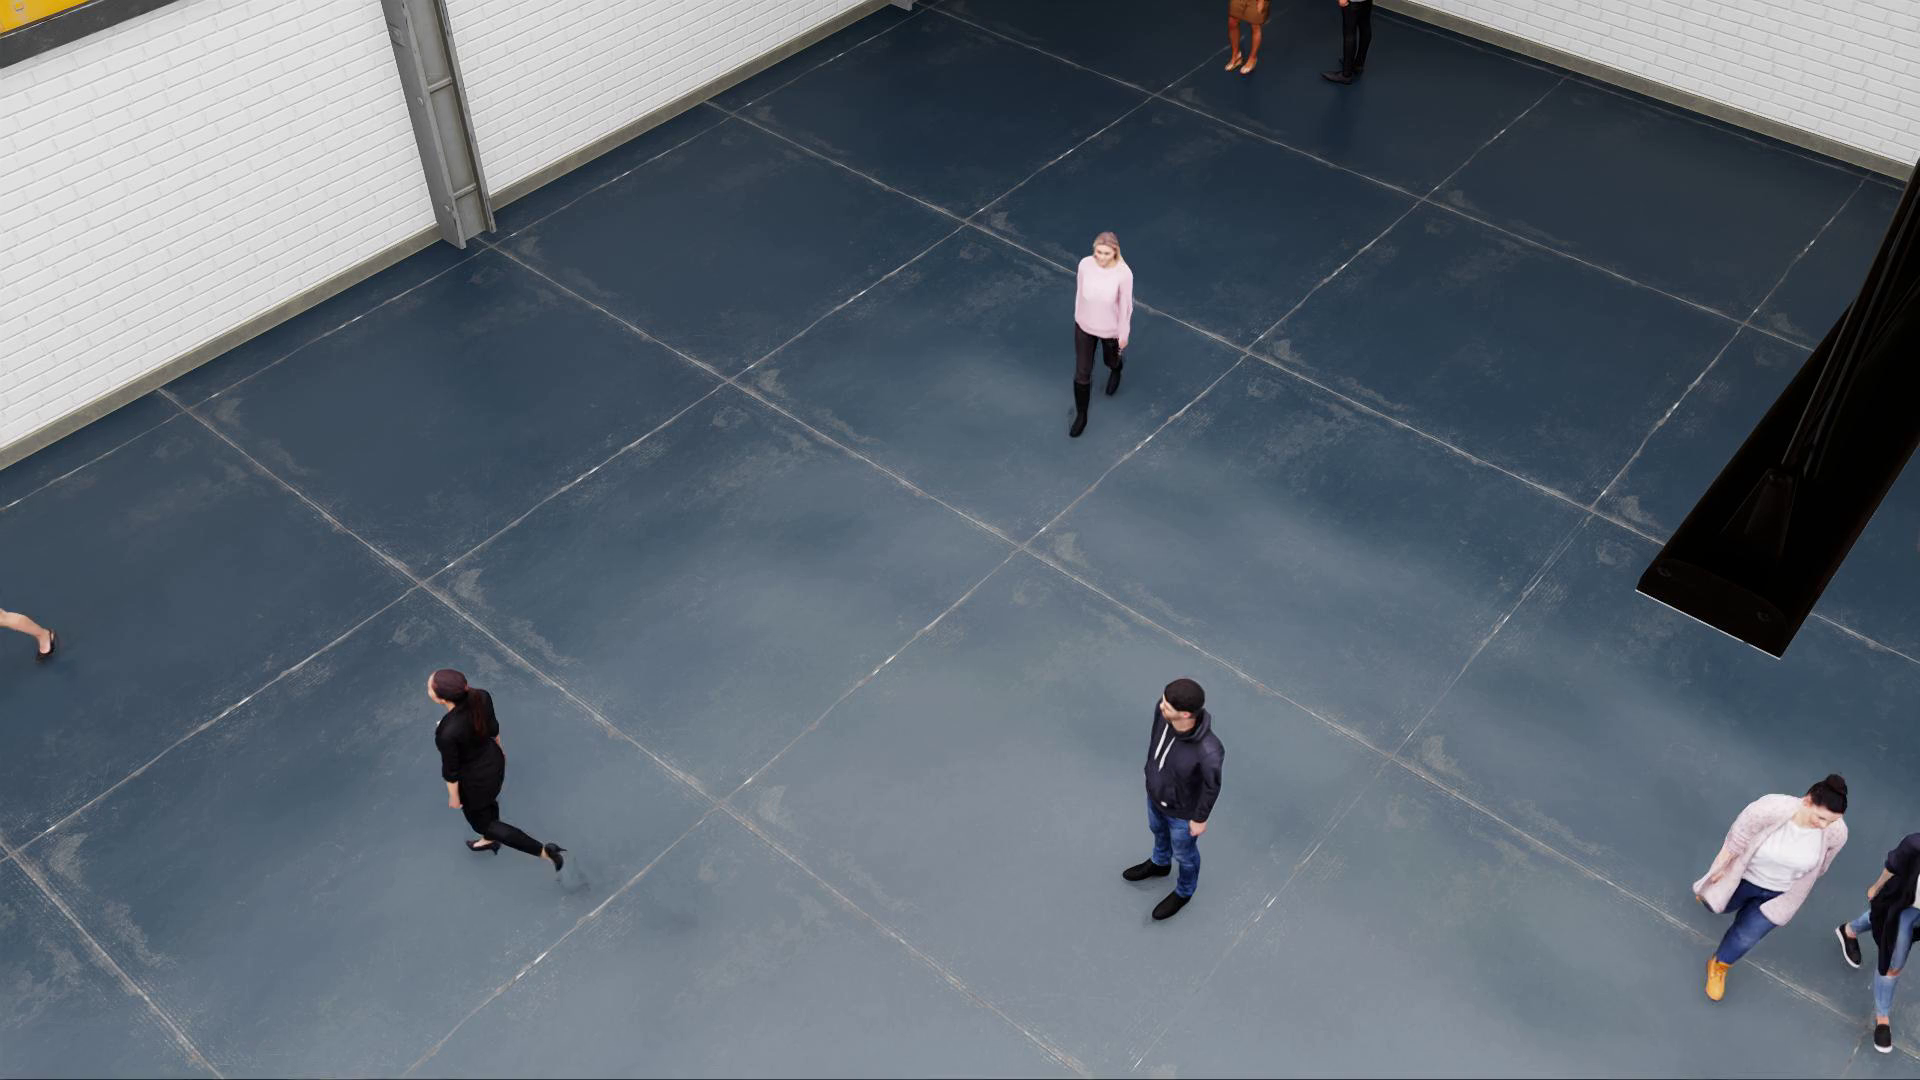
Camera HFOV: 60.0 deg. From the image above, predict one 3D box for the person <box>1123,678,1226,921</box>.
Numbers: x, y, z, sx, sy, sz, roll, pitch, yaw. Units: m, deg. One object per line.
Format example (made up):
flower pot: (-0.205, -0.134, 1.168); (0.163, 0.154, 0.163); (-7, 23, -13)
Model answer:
person: (1.213, 1.393, 9.168); (0.708, 1.890, 0.749); (-21, 47, -21)

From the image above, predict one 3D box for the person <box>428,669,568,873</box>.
person: (-2.652, 1.359, 9.385); (0.912, 1.641, 0.994); (11, 45, 12)

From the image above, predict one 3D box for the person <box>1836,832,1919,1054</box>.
person: (5.054, 1.874, 8.849); (0.938, 1.633, 1.153); (8, 44, 9)

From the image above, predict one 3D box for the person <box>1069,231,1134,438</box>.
person: (1.099, -1.639, 12.525); (0.849, 1.650, 1.176); (14, 45, 15)

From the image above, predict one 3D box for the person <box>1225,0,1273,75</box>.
person: (2.963, -5.408, 16.464); (0.579, 1.674, 0.605); (33, 53, 30)

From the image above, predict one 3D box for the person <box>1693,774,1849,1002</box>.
person: (4.312, 1.728, 8.941); (0.896, 1.719, 1.076); (20, 47, 19)

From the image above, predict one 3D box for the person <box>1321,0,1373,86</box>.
person: (3.939, -5.417, 16.293); (0.802, 1.922, 0.542); (32, 52, 29)
